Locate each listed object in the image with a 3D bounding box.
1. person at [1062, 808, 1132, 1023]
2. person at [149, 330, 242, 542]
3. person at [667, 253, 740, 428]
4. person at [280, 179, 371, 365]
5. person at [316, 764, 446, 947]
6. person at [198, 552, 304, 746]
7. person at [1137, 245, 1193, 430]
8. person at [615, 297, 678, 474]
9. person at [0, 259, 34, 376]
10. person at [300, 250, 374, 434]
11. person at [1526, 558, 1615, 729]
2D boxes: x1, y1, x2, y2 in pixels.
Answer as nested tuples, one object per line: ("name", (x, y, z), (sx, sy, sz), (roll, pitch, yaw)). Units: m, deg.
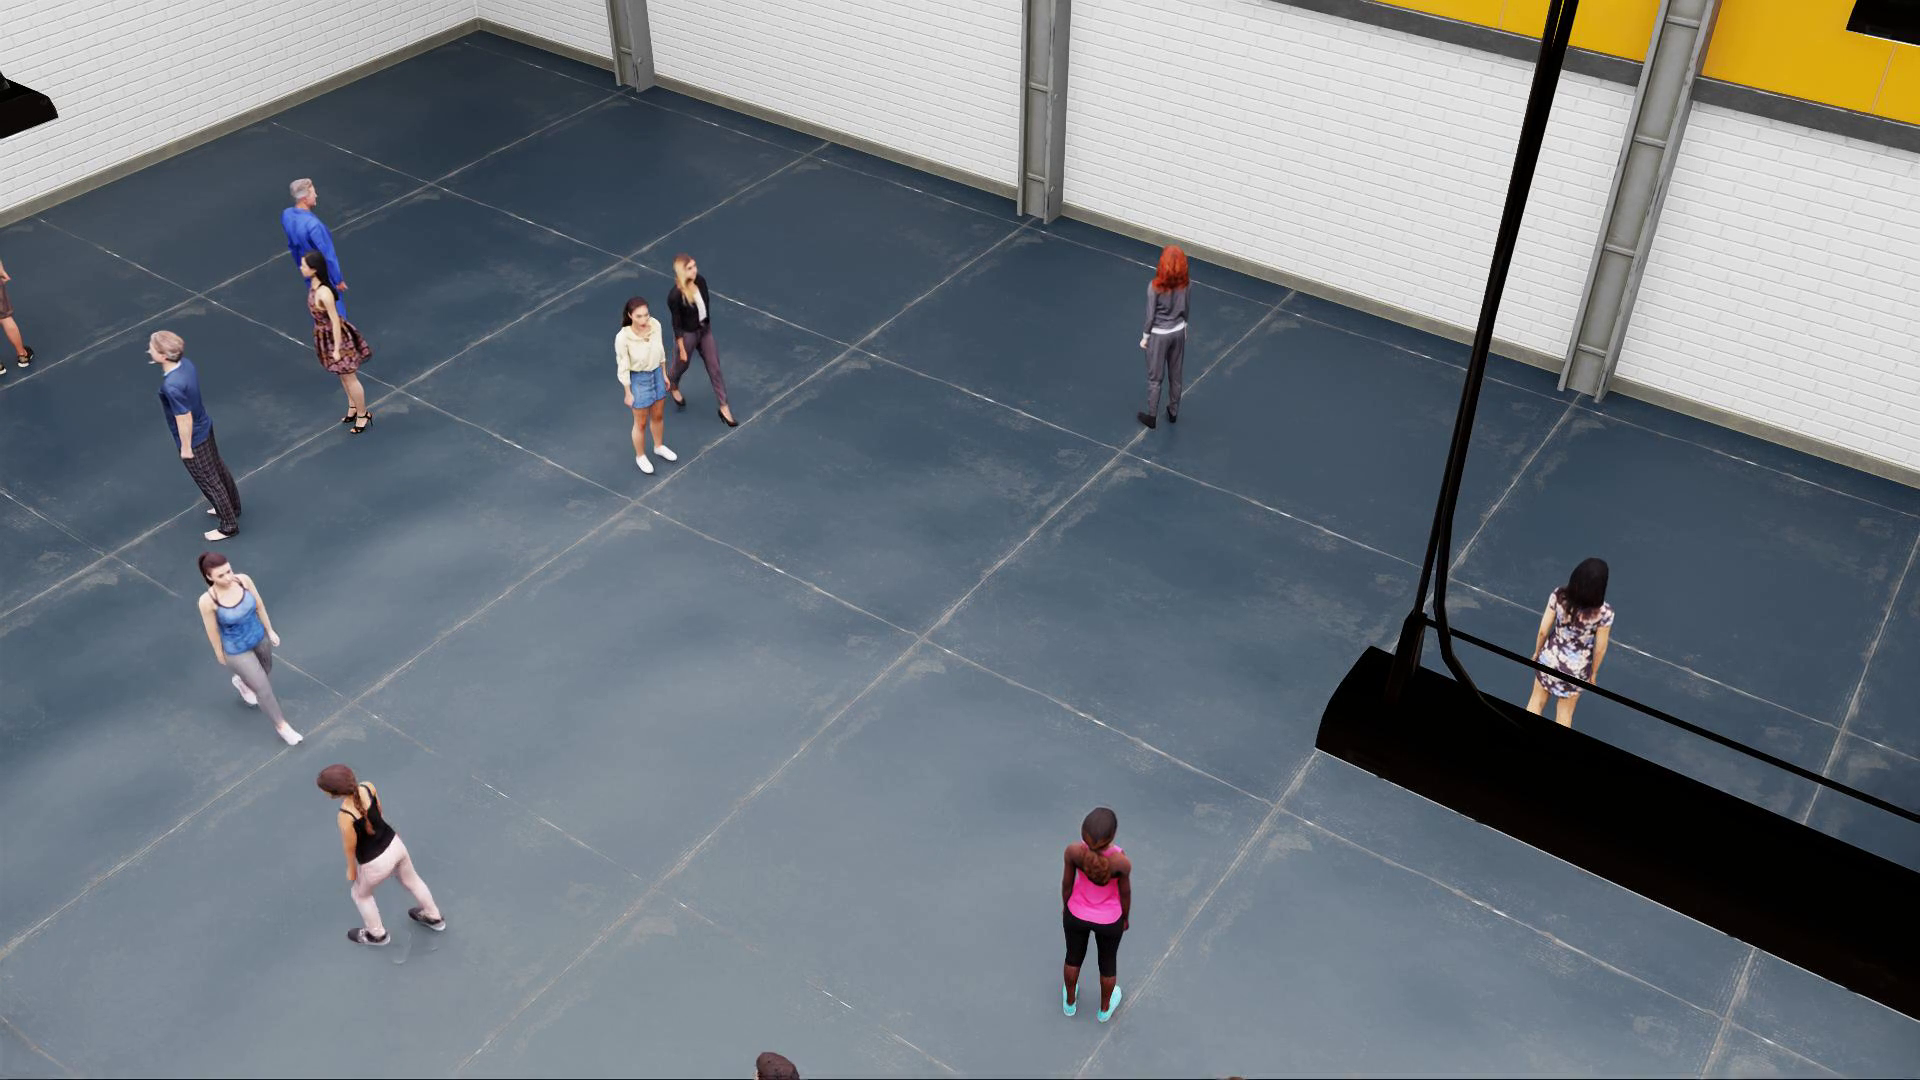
("person", (0.771, 2.162, 9.573), (0.588, 1.724, 0.685), (10, 40, 12))
("person", (-6.087, -0.850, 13.226), (0.787, 1.872, 0.722), (-7, 39, -8))
("person", (-2.405, -1.762, 14.570), (1.050, 1.619, 0.642), (26, 45, 29))
("person", (-5.881, -2.446, 15.262), (0.477, 1.825, 0.780), (25, 45, 28))
("person", (-3.468, 1.921, 10.026), (0.785, 1.535, 0.648), (20, 43, 23))
("person", (-4.981, 0.691, 11.524), (1.004, 1.586, 0.560), (22, 44, 25))
("person", (1.789, -1.768, 14.450), (0.655, 1.779, 0.678), (-12, 40, -15))
("person", (-2.653, -1.334, 14.026), (0.577, 1.630, 0.670), (30, 48, 32))
("person", (-8.976, -2.375, 15.142), (0.749, 1.862, 0.721), (-22, 44, -25))
("person", (-5.408, -1.716, 14.389), (0.838, 1.773, 0.749), (-20, 43, -23))
("person", (4.081, 0.829, 11.231), (0.440, 1.737, 0.636), (24, 44, 27))
